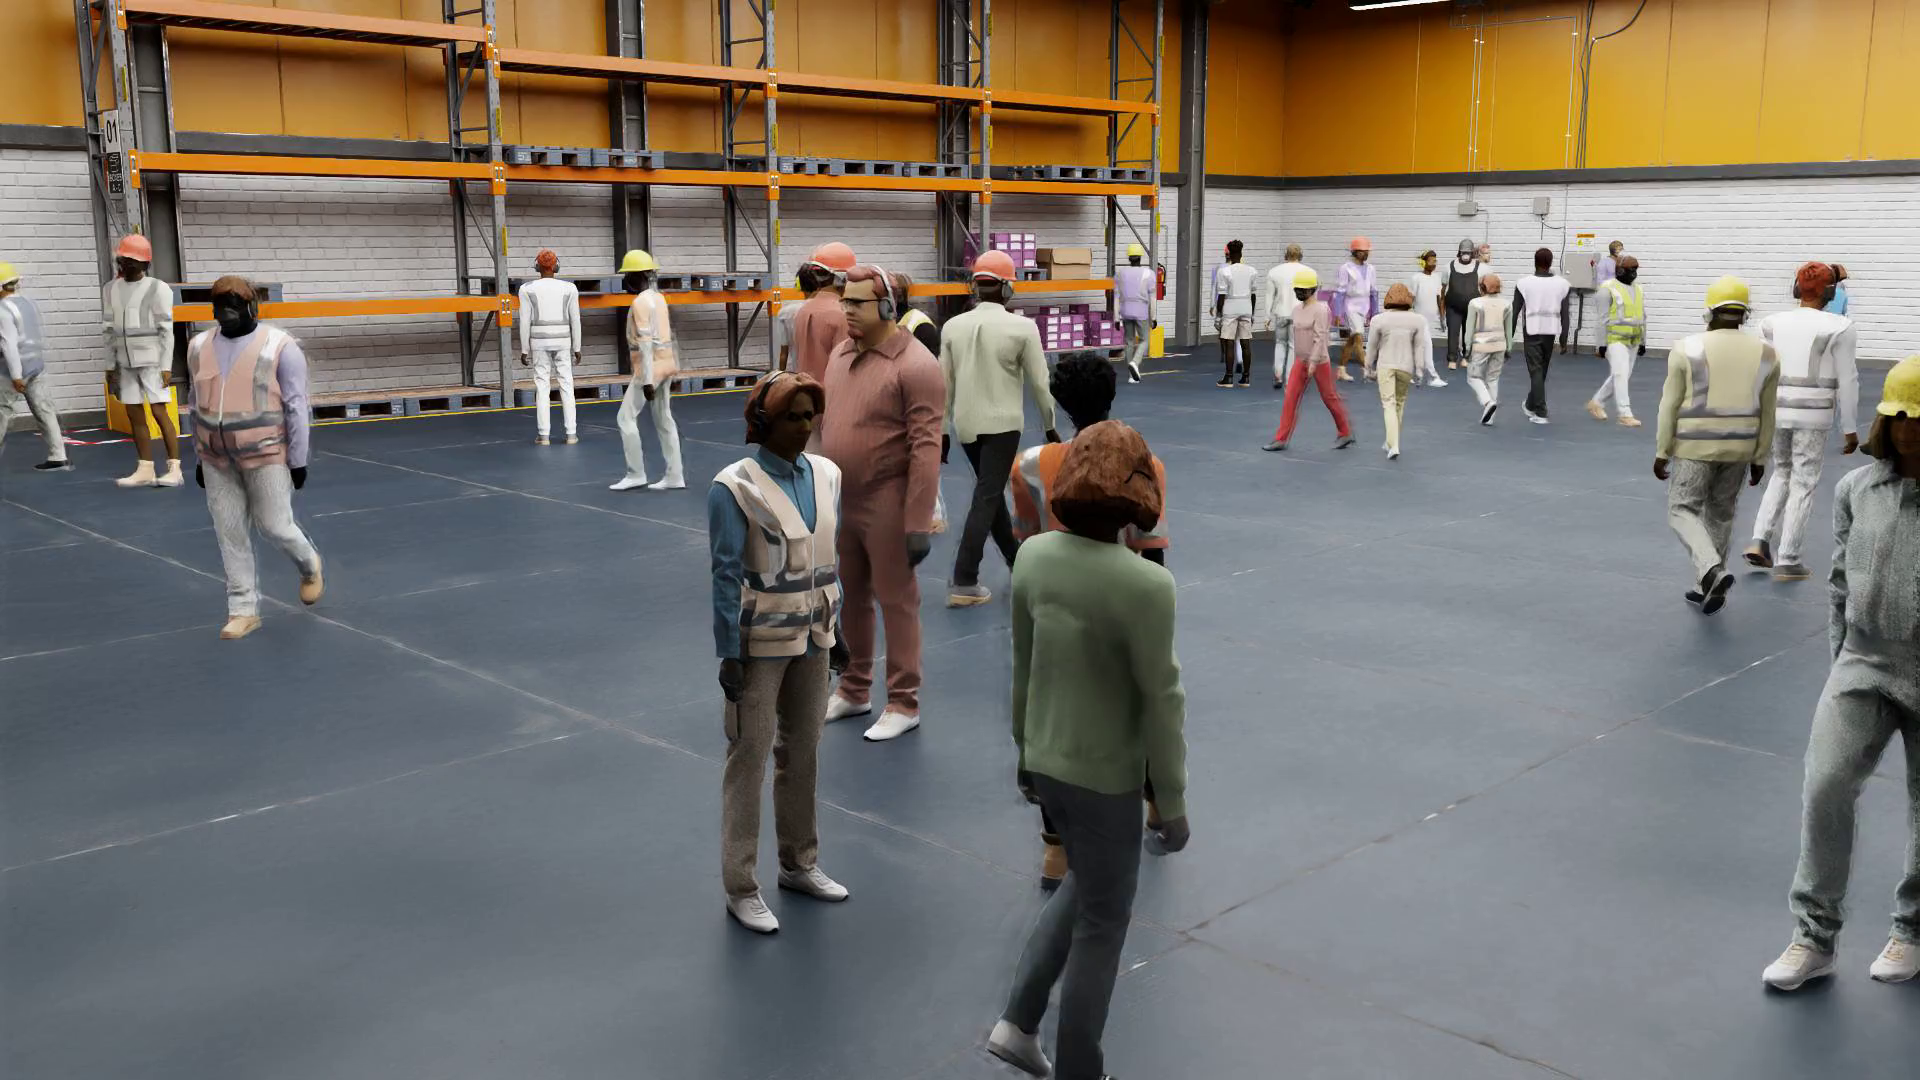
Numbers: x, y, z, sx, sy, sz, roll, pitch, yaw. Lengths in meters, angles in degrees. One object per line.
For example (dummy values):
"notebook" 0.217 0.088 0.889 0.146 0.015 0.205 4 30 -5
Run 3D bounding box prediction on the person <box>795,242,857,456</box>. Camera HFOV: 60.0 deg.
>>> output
"person" -0.761 -0.771 9.917 0.526 1.974 0.643 -8 13 -38

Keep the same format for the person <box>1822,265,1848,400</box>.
"person" 10.744 -2.597 20.749 0.549 1.642 0.858 -5 12 -26

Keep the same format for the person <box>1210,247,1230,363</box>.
"person" 4.323 -3.803 26.726 0.549 1.874 1.024 4 11 21

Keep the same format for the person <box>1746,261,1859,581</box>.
"person" 4.947 -0.686 9.765 0.421 1.873 0.593 -6 12 -30

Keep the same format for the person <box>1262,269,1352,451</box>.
"person" 3.324 -1.684 15.636 0.912 1.714 0.523 -6 12 -28

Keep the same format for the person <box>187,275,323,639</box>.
"person" -3.612 -0.443 8.540 0.624 1.830 0.664 1 10 6

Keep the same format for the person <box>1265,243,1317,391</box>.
"person" 4.306 -2.887 21.621 0.658 1.918 0.488 4 11 22

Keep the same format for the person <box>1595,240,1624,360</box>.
"person" 10.661 -3.923 27.215 0.635 1.938 0.362 -6 12 -28

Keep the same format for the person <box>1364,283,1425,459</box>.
"person" 3.972 -1.548 15.208 0.511 1.593 0.839 0 10 1

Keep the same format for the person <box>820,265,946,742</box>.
"person" -0.356 -0.152 6.743 0.408 1.906 0.662 -10 14 -43

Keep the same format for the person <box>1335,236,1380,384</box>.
"person" 5.505 -3.127 22.717 0.634 1.991 1.011 -6 12 -32

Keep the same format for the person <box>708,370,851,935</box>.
"person" -0.526 0.318 4.913 0.310 1.636 0.523 8 13 38

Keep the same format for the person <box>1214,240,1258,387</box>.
"person" 3.680 -3.021 22.232 0.607 1.962 0.373 -4 11 -19

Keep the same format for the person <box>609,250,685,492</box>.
"person" -2.521 -1.325 13.155 0.712 1.905 0.603 2 11 10

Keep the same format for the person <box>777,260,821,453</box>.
"person" -1.053 -1.058 11.843 0.509 1.856 0.449 0 10 -1

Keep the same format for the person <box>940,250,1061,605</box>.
"person" 0.213 -0.644 9.345 0.629 1.931 1.078 7 13 34

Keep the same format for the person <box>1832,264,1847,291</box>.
"person" 12.369 -3.090 23.540 0.398 1.616 0.517 7 13 35

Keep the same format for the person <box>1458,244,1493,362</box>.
"person" 8.275 -3.788 26.618 0.648 1.884 0.656 8 13 37

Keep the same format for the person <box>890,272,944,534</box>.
"person" -0.447 -0.862 10.963 0.978 1.783 0.626 -7 13 -35

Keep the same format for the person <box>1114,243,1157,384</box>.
"person" 2.362 -3.059 22.571 0.609 1.912 0.538 5 11 24

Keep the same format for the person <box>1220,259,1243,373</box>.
"person" 4.096 -3.359 24.705 0.537 1.736 0.856 1 10 5

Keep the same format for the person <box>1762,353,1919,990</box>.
"person" 2.453 0.375 4.361 0.691 1.714 0.493 -8 13 -38

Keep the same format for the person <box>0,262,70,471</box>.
"person" -8.106 -1.456 14.157 0.892 1.790 0.604 0 10 -2

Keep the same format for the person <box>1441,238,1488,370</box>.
"person" 7.677 -3.631 25.341 0.676 2.000 1.021 3 11 16

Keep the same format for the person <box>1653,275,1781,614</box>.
"person" 4.005 -0.483 8.776 0.597 1.818 0.645 0 10 0

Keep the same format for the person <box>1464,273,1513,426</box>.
"person" 5.598 -2.000 17.562 0.536 1.620 0.441 -2 11 -9

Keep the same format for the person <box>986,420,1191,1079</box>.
"person" 0.320 0.535 3.777 0.339 1.620 0.514 -7 12 -33

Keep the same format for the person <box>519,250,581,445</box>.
"person" -3.967 -1.863 16.131 0.585 1.882 0.337 -4 11 -21

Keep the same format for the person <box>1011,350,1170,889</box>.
"person" 0.429 0.222 5.359 0.538 1.652 0.843 3 11 18

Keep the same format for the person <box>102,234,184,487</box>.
"person" -6.570 -1.418 13.336 0.652 2.021 0.377 3 11 17

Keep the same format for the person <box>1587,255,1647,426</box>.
"person" 7.110 -2.154 17.930 0.636 1.815 0.835 -5 12 -26

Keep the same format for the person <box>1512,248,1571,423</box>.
"person" 6.292 -2.239 18.201 0.616 1.867 0.975 0 10 -2

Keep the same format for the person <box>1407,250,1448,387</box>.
"person" 6.295 -2.999 22.511 0.538 1.827 0.967 -6 12 -29
